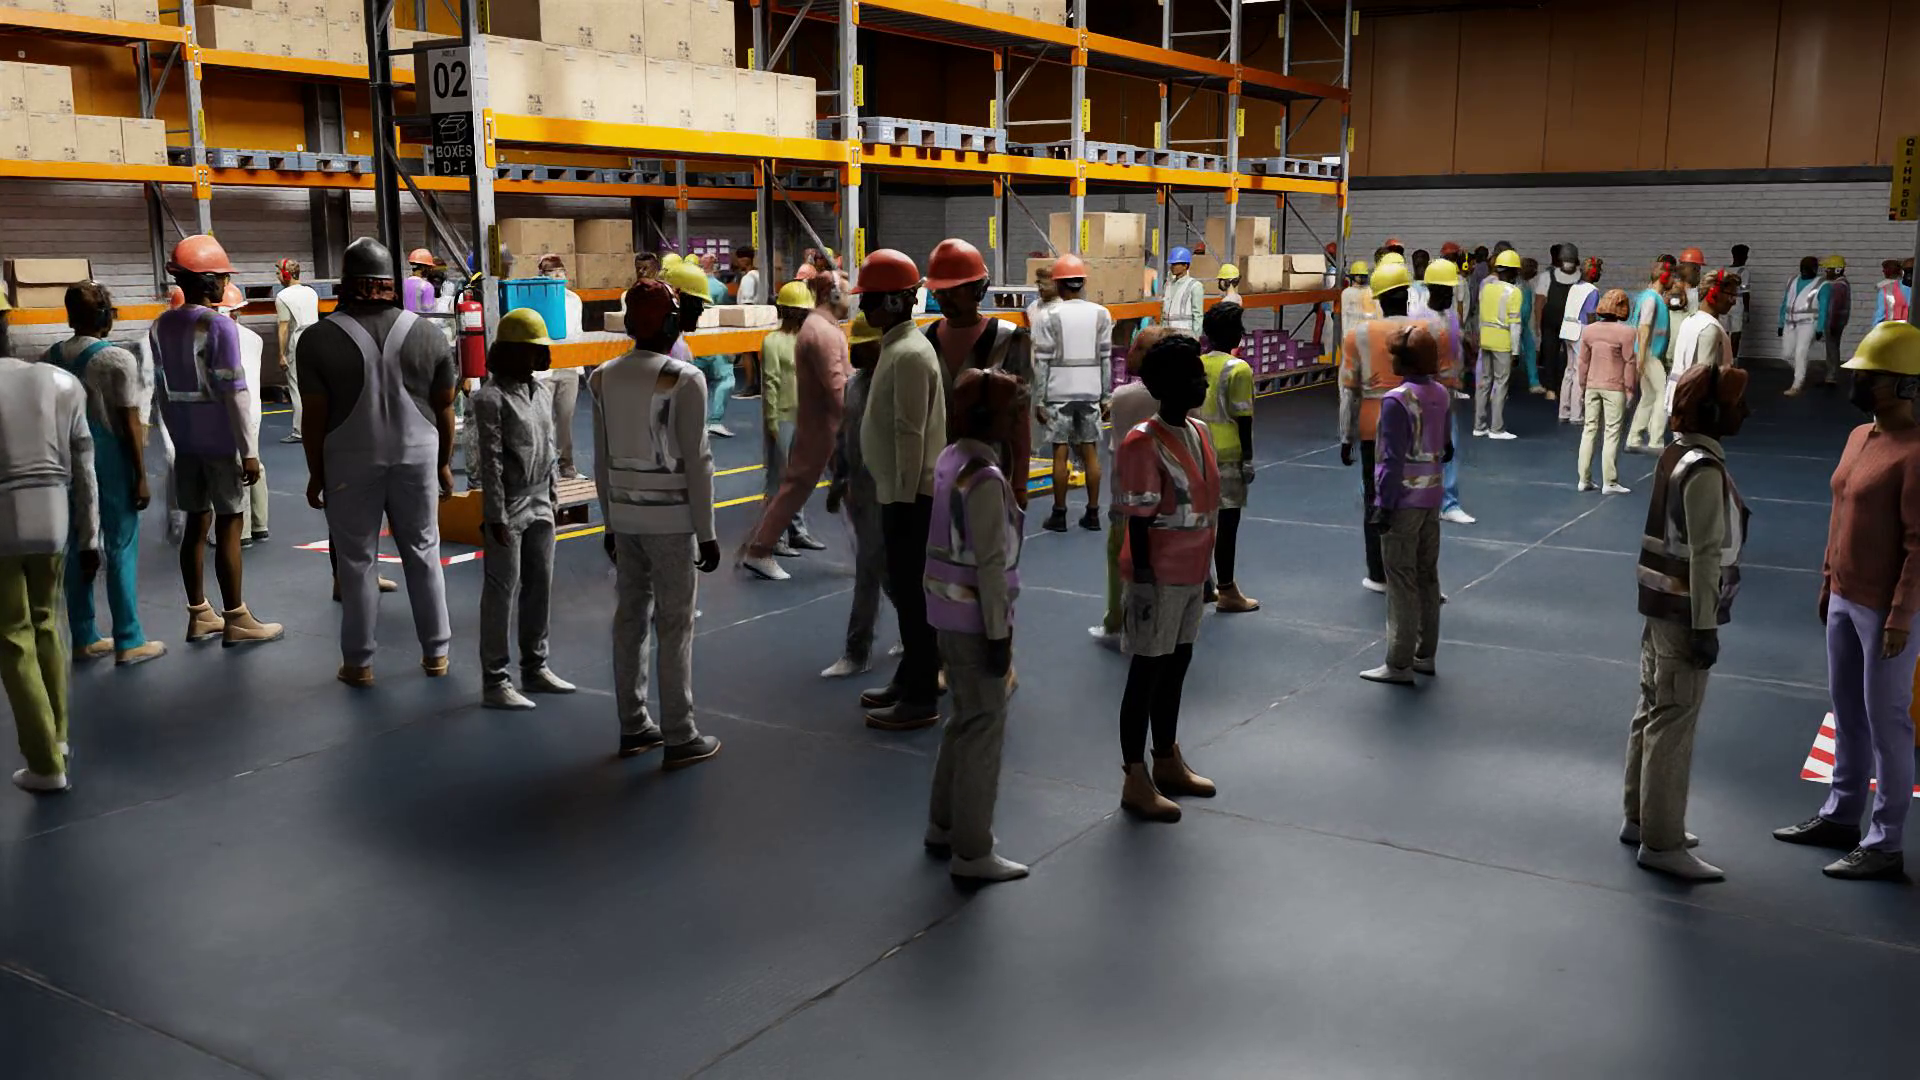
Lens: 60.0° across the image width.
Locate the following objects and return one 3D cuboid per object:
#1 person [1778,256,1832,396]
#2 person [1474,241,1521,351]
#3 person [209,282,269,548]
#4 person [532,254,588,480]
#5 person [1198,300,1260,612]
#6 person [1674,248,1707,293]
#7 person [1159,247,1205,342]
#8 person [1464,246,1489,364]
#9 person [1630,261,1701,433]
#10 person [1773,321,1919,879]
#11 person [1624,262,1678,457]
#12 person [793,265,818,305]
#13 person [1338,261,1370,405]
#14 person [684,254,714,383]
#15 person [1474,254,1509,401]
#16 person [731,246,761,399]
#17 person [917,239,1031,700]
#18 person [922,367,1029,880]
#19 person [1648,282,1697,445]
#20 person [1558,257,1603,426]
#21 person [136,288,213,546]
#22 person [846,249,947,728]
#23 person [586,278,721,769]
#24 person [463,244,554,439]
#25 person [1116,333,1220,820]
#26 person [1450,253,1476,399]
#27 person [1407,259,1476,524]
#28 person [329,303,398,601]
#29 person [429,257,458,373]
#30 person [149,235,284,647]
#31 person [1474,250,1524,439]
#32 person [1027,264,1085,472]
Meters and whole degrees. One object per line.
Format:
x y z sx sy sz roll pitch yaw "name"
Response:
11.026 -2.790 21.701 0.530 1.821 0.636 -5 11 -25 "person"
7.496 -3.164 23.161 0.701 2.000 0.537 -7 12 -35 "person"
-4.807 -0.825 10.988 0.318 1.755 0.563 1 10 5 "person"
-3.368 -1.415 13.842 0.402 1.911 0.638 9 14 41 "person"
1.432 -0.456 9.108 0.318 1.699 0.533 -6 12 -28 "person"
8.338 -2.384 19.156 0.385 1.931 0.545 -1 10 -5 "person"
2.377 -2.190 18.020 0.391 1.948 0.605 -7 13 -35 "person"
8.482 -3.810 27.061 0.630 1.932 0.364 -8 13 -37 "person"
7.503 -2.006 17.417 0.926 1.812 0.525 0 10 -1 "person"
2.904 0.193 5.315 0.309 1.772 0.525 0 10 1 "person"
6.543 -1.667 15.494 0.634 1.811 0.623 6 12 29 "person"
-1.661 -2.146 18.314 0.340 1.752 0.564 3 11 15 "person"
4.847 -2.519 20.351 0.525 1.769 0.308 -9 14 -42 "person"
-3.765 -3.126 23.538 0.588 1.829 0.404 3 11 18 "person"
6.739 -2.681 21.030 0.345 1.846 0.508 -3 11 -16 "person"
-2.710 -2.780 21.298 0.418 1.949 0.611 1 10 8 "person"
0.012 -0.296 7.324 0.613 2.028 0.409 4 11 23 "person"
0.041 0.268 5.299 0.314 1.634 0.532 -3 11 -14 "person"
6.972 -1.722 16.333 0.506 1.623 0.296 2 11 14 "person"
6.768 -2.155 18.156 0.393 1.836 0.561 -1 10 -4 "person"
-5.098 -0.807 10.967 0.425 1.718 0.605 10 14 44 "person"
-0.261 -0.215 6.981 0.408 1.986 0.617 -1 10 -8 "person"
-1.172 -0.061 6.421 0.576 1.880 0.360 7 12 33 "person"
-4.576 -1.983 16.618 1.012 2.000 0.695 -4 11 -23 "person"
0.745 0.122 5.898 0.316 1.700 0.540 7 12 33 "person"
6.400 -2.732 21.277 0.327 1.863 0.510 2 10 12 "person"
3.365 -1.089 12.091 0.599 1.895 0.905 -7 12 -33 "person"
-3.405 -0.508 9.389 0.318 1.697 0.540 2 10 11 "person"
-6.109 -2.396 19.483 0.539 1.832 0.548 8 13 37 "person"
-3.728 -0.485 8.311 0.607 2.044 0.374 6 12 28 "person"
5.521 -1.983 16.974 0.401 1.919 0.582 -4 11 -22 "person"
0.793 -1.415 14.085 0.657 1.822 0.596 -9 13 -40 "person"
